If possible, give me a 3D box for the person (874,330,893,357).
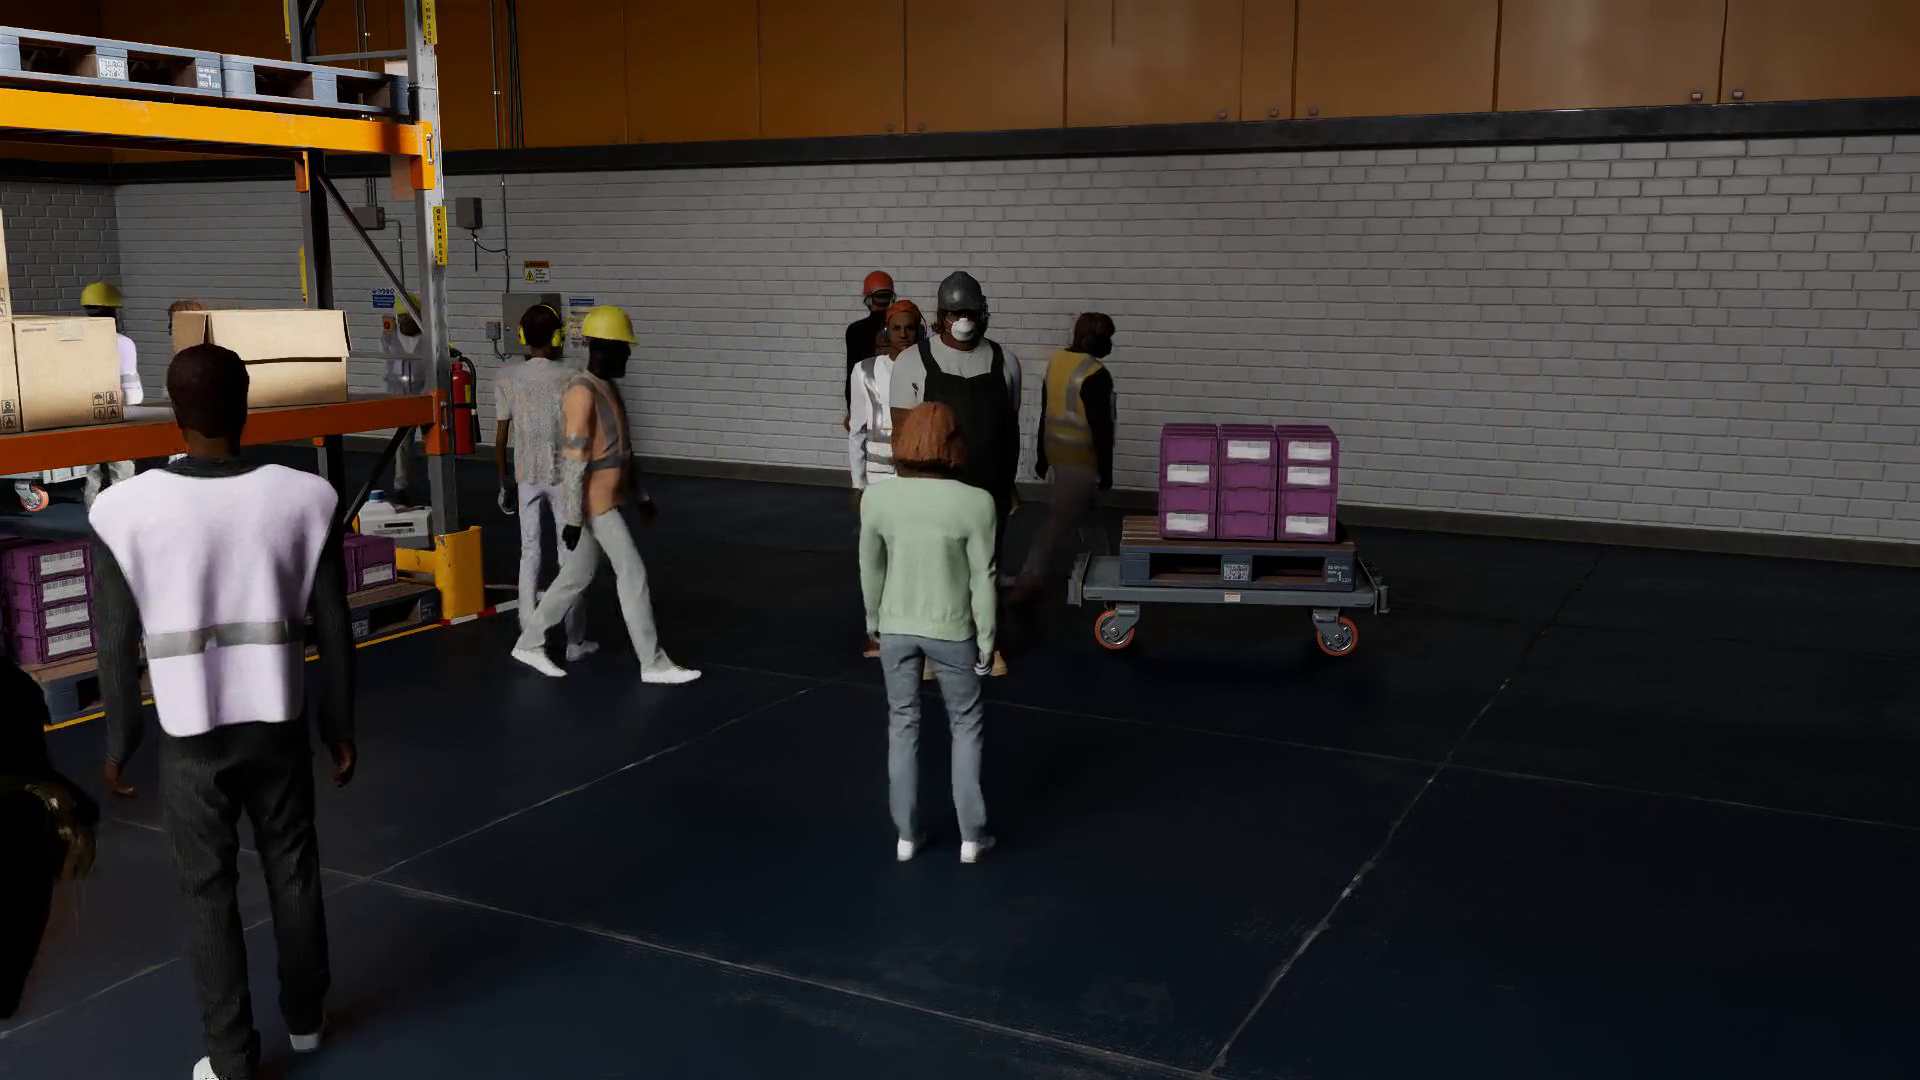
[{"bbox_3d":[-0.435,-0.587,11.048,0.265,1.632,0.508,1,10,6],"label":"person"}]

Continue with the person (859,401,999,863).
[{"bbox_3d":[-0.107,0.328,5.789,0.527,1.627,0.343,3,10,16],"label":"person"}]

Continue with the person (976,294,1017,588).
[{"bbox_3d":[0.014,-0.617,10.527,0.558,1.879,0.651,-9,14,-43],"label":"person"}]

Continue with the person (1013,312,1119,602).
[{"bbox_3d":[0.715,-0.501,10.159,0.932,1.781,0.665,-4,11,-22],"label":"person"}]

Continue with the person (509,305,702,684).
[{"bbox_3d":[-1.814,-0.215,8.199,0.963,1.884,0.583,-1,10,-4],"label":"person"}]

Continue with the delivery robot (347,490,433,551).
[{"bbox_3d":[-3.836,-0.087,10.985,0.707,0.478,0.477,-4,11,-19],"label":"delivery robot"}]

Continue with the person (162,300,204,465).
[{"bbox_3d":[-5.355,-0.752,11.535,0.926,1.793,0.635,-1,10,-5],"label":"person"}]

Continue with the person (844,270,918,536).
[{"bbox_3d":[-0.594,-1.011,12.460,0.623,1.992,0.396,-6,11,-31],"label":"person"}]

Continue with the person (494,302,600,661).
[{"bbox_3d":[-2.149,-0.294,8.673,0.531,1.870,0.316,0,10,0],"label":"person"}]

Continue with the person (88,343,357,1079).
[{"bbox_3d":[-1.862,0.464,4.264,0.610,1.913,0.604,-6,12,-33],"label":"person"}]

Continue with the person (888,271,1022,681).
[{"bbox_3d":[0.010,-0.314,8.292,0.684,2.000,0.538,-3,10,-15],"label":"person"}]

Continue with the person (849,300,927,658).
[{"bbox_3d":[-0.299,-0.316,8.761,0.572,1.883,0.356,-1,10,-8],"label":"person"}]

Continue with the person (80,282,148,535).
[{"bbox_3d":[-5.857,-0.801,11.438,0.608,1.926,0.369,3,10,17],"label":"person"}]

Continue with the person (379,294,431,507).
[{"bbox_3d":[-4.624,-1.188,14.117,0.596,1.778,0.966,-1,10,-7],"label":"person"}]
